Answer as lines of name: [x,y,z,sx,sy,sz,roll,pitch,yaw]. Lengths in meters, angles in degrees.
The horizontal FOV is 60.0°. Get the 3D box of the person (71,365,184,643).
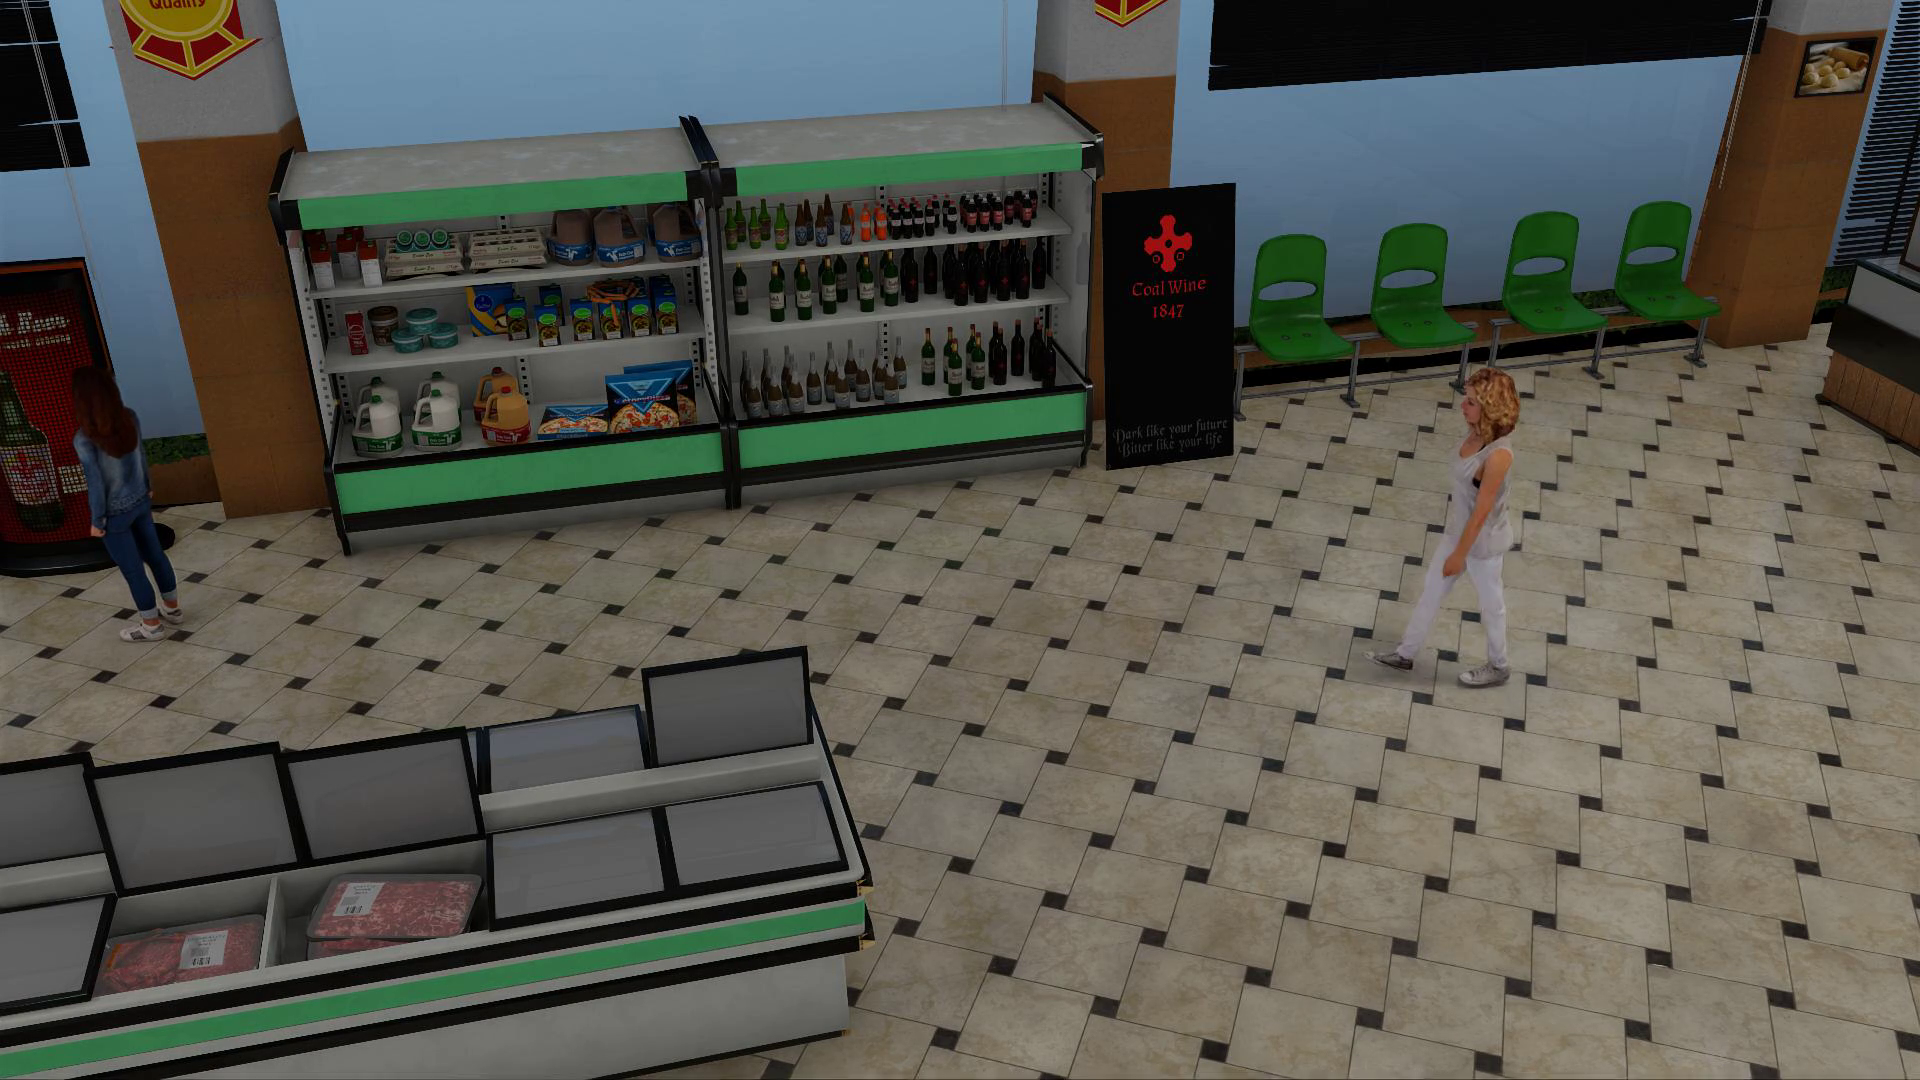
person: [-4.186,-0.180,8.319,0.645,1.476,0.645,6,29,11]

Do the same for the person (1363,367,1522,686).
person: [2.528,-0.015,7.847,1.009,1.638,0.757,-2,29,-3]
